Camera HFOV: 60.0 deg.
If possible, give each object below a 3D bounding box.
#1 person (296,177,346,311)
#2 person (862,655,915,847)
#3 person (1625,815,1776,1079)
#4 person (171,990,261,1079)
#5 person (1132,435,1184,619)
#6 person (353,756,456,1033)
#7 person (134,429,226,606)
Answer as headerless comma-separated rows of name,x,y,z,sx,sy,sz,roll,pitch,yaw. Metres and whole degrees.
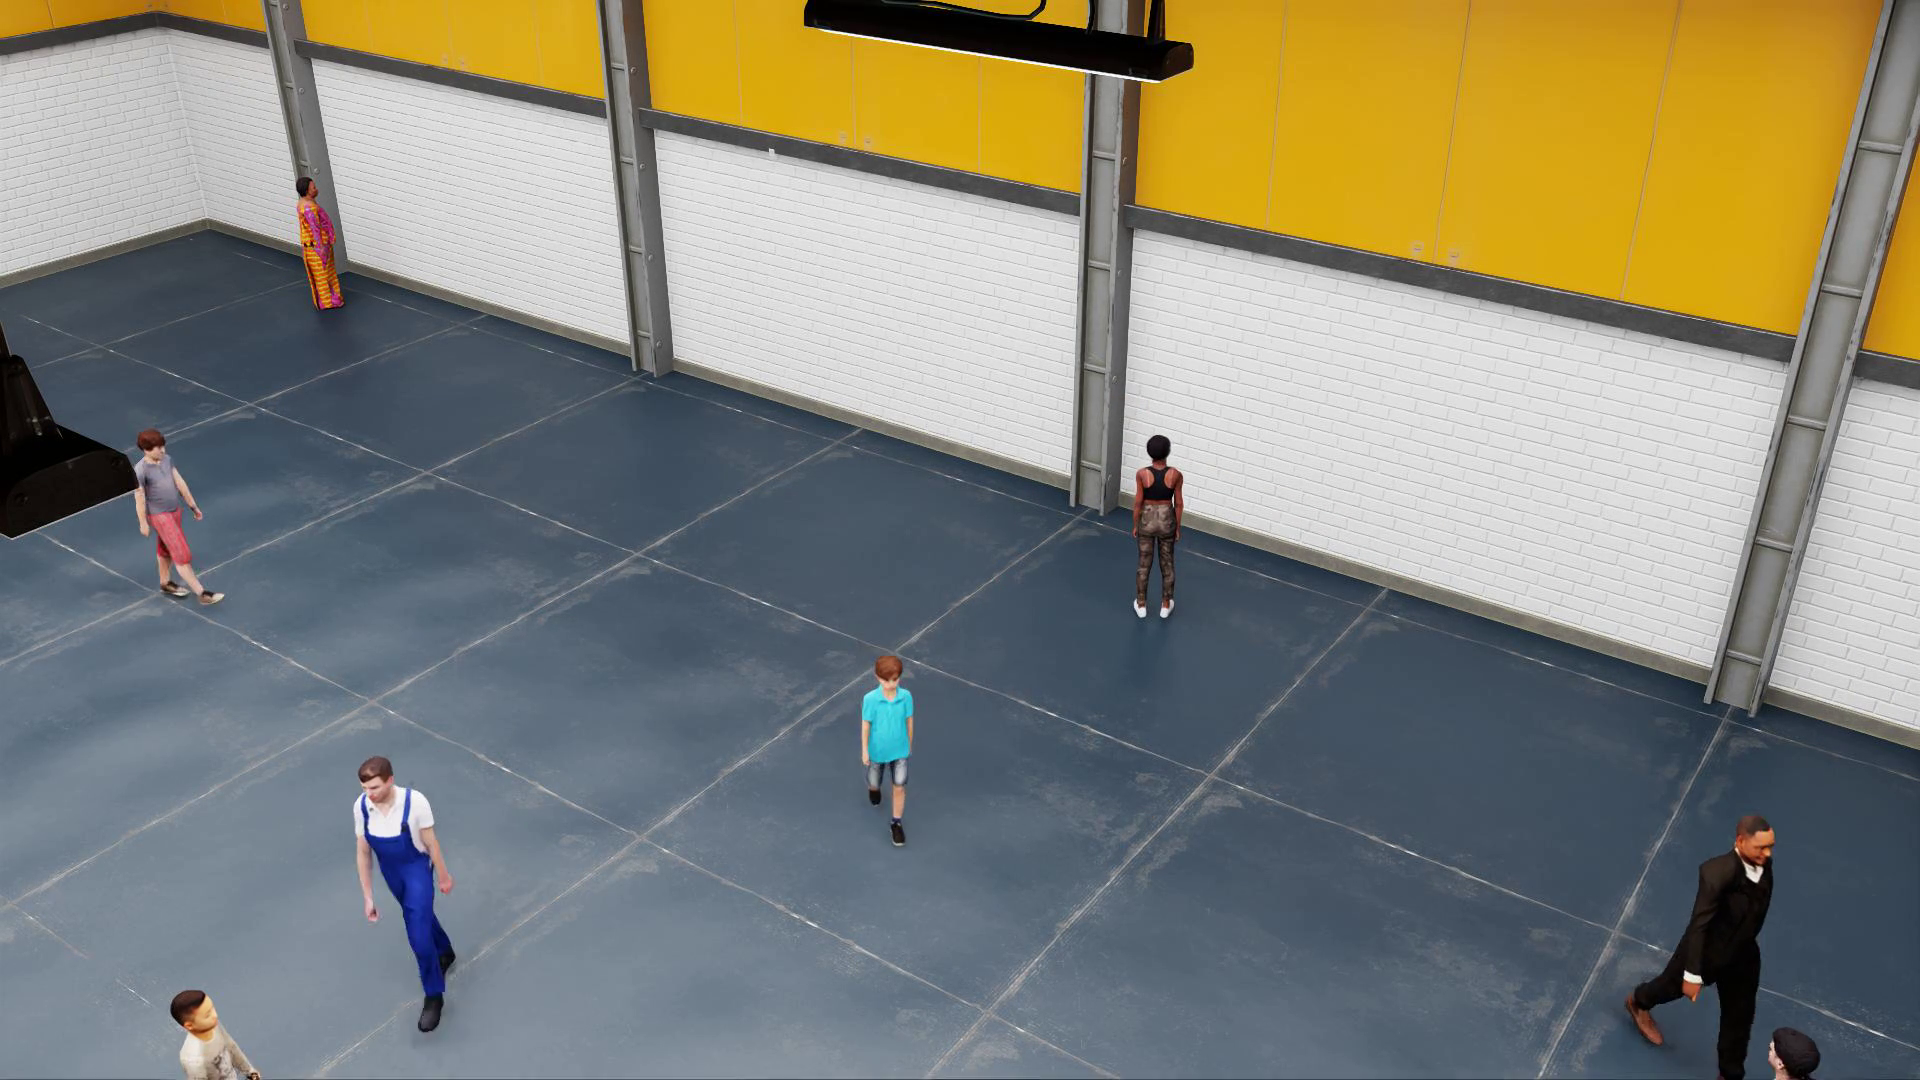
person,-8.092,-3.771,20.949,0.811,1.686,0.722,-16,32,-27
person,-0.524,1.415,11.699,0.832,1.439,0.894,-6,29,-10
person,4.294,2.320,9.601,1.172,1.860,1.380,-12,31,-20
person,-3.988,2.969,8.833,0.788,1.457,0.728,-6,29,-10
person,1.682,-0.119,14.241,0.610,1.699,0.716,3,29,5
person,-3.355,2.001,10.231,1.014,1.818,0.958,3,29,5
person,-6.991,-0.210,14.488,1.083,1.622,0.815,8,30,14
